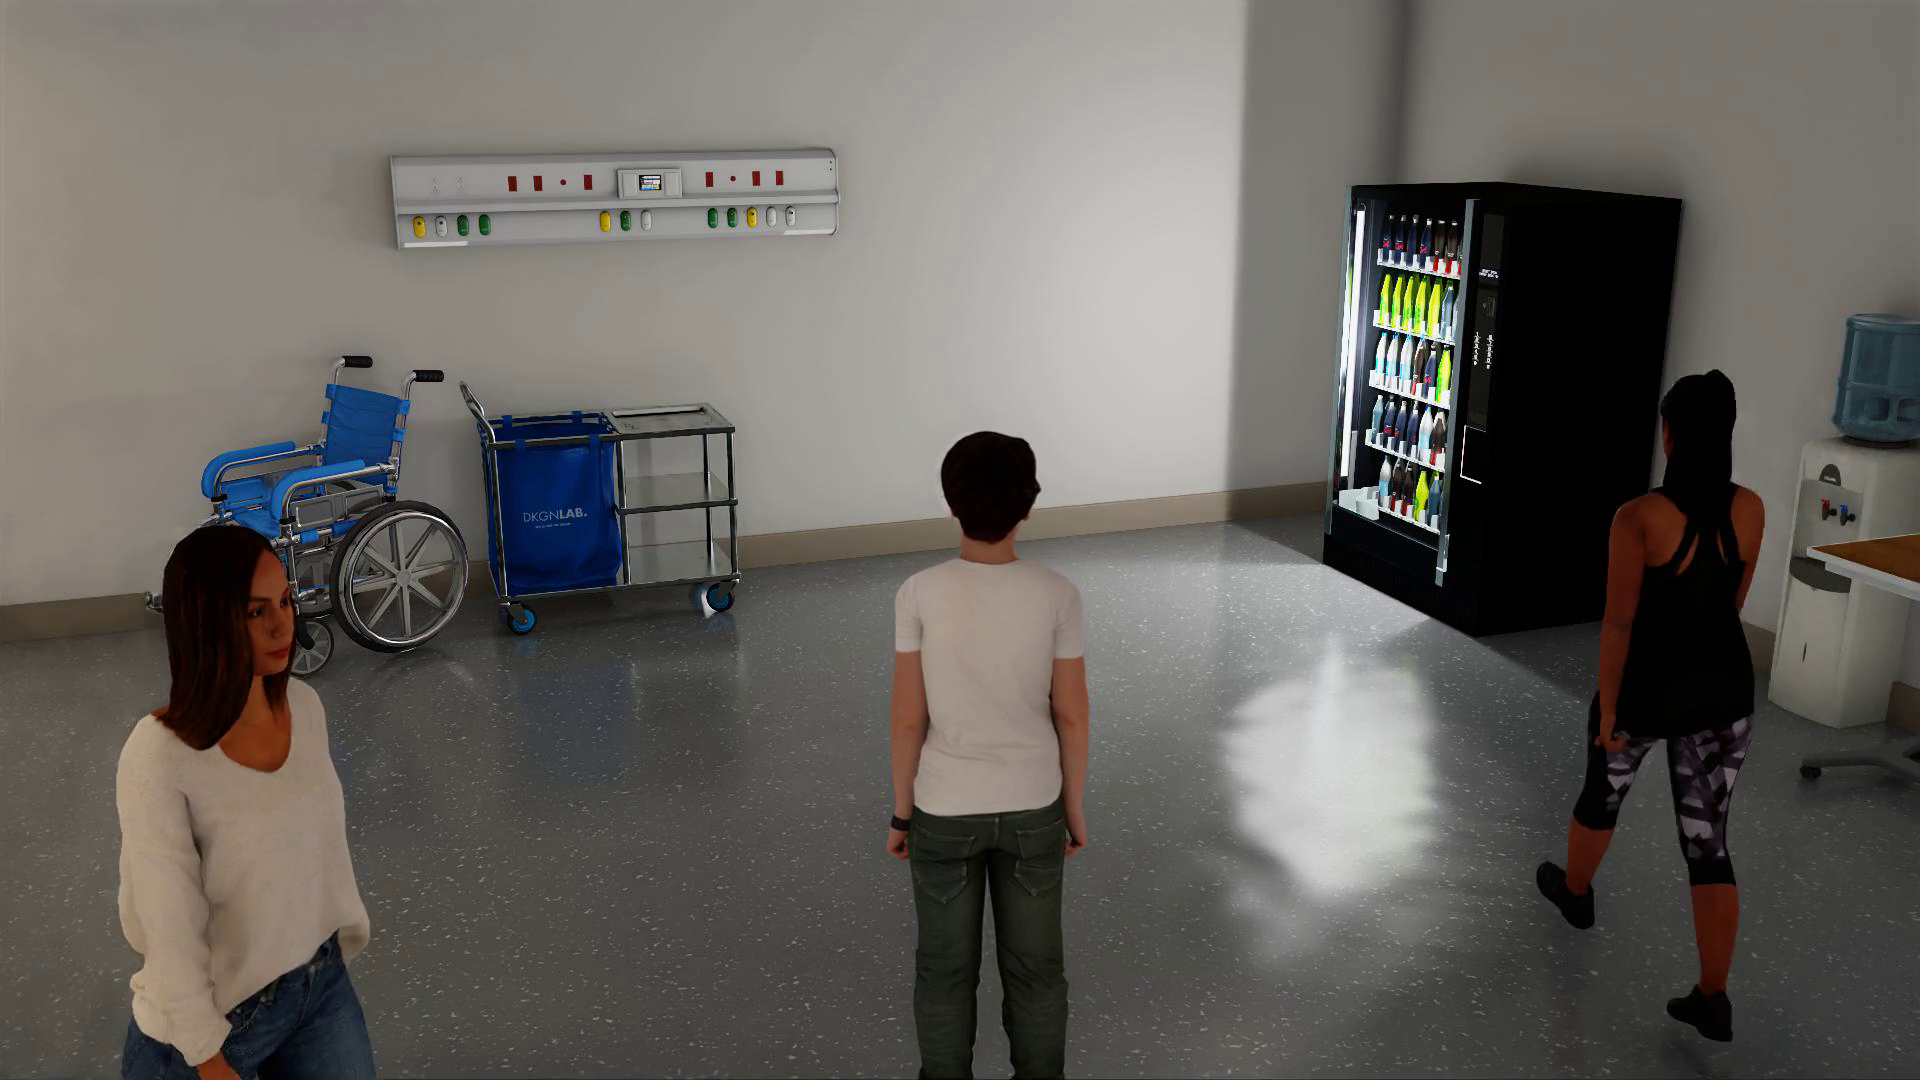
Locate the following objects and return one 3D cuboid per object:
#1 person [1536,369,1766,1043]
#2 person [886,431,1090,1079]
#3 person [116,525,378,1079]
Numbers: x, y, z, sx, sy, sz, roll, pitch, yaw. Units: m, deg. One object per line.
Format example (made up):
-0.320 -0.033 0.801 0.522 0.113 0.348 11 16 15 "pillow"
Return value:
1.817 0.427 4.116 0.812 1.624 1.181 -1 16 -3 "person"
0.056 0.582 3.510 0.649 1.654 0.631 0 16 -2 "person"
-1.265 0.796 2.774 1.104 1.642 1.057 6 17 22 "person"
